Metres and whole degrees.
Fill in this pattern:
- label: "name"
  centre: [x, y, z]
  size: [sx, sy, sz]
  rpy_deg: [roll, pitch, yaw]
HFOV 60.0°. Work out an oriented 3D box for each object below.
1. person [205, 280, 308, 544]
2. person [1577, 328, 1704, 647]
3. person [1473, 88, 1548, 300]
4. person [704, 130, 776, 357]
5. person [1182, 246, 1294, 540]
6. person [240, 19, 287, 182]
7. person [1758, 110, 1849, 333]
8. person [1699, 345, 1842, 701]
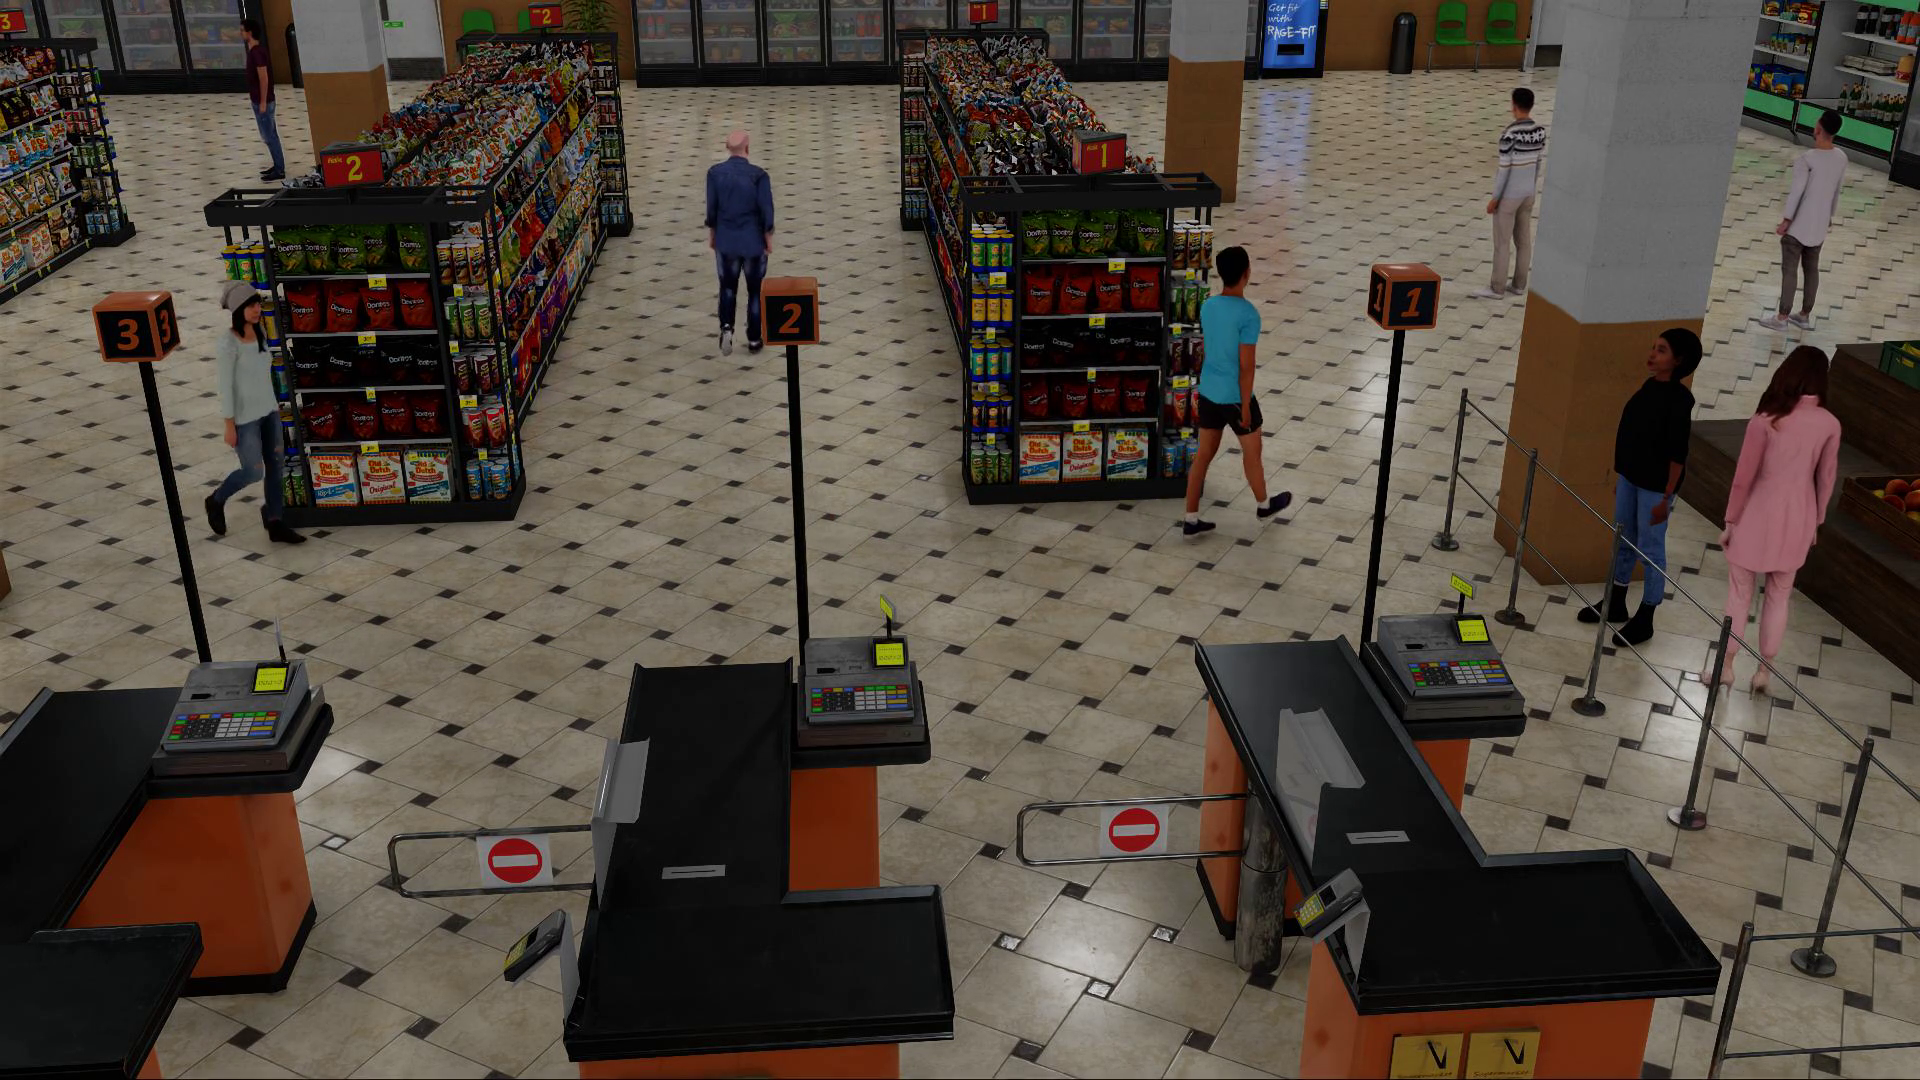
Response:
- label: "person"
  centre: [-4.234, -0.741, 9.808]
  size: [0.811, 1.629, 0.866]
  rpy_deg: [7, 25, 16]
- label: "person"
  centre: [3.591, -0.285, 8.676]
  size: [0.659, 1.702, 0.518]
  rpy_deg: [-6, 24, -12]
- label: "person"
  centre: [4.982, -3.100, 14.912]
  size: [0.765, 1.860, 0.733]
  rpy_deg: [-13, 27, -27]
- label: "person"
  centre: [-1.751, -2.299, 13.151]
  size: [0.823, 1.803, 1.000]
  rpy_deg: [2, 24, 5]
- label: "person"
  centre: [1.502, -0.825, 9.852]
  size: [1.034, 1.747, 1.082]
  rpy_deg: [-16, 28, -32]
- label: "person"
  centre: [-8.318, -5.255, 19.845]
  size: [0.778, 1.853, 0.587]
  rpy_deg: [-9, 25, -19]
- label: "person"
  centre: [7.129, -2.683, 13.984]
  size: [0.720, 1.840, 0.631]
  rpy_deg: [-7, 25, -16]
- label: "person"
  centre: [3.926, -0.058, 8.030]
  size: [0.673, 1.803, 0.603]
  rpy_deg: [2, 24, 4]
